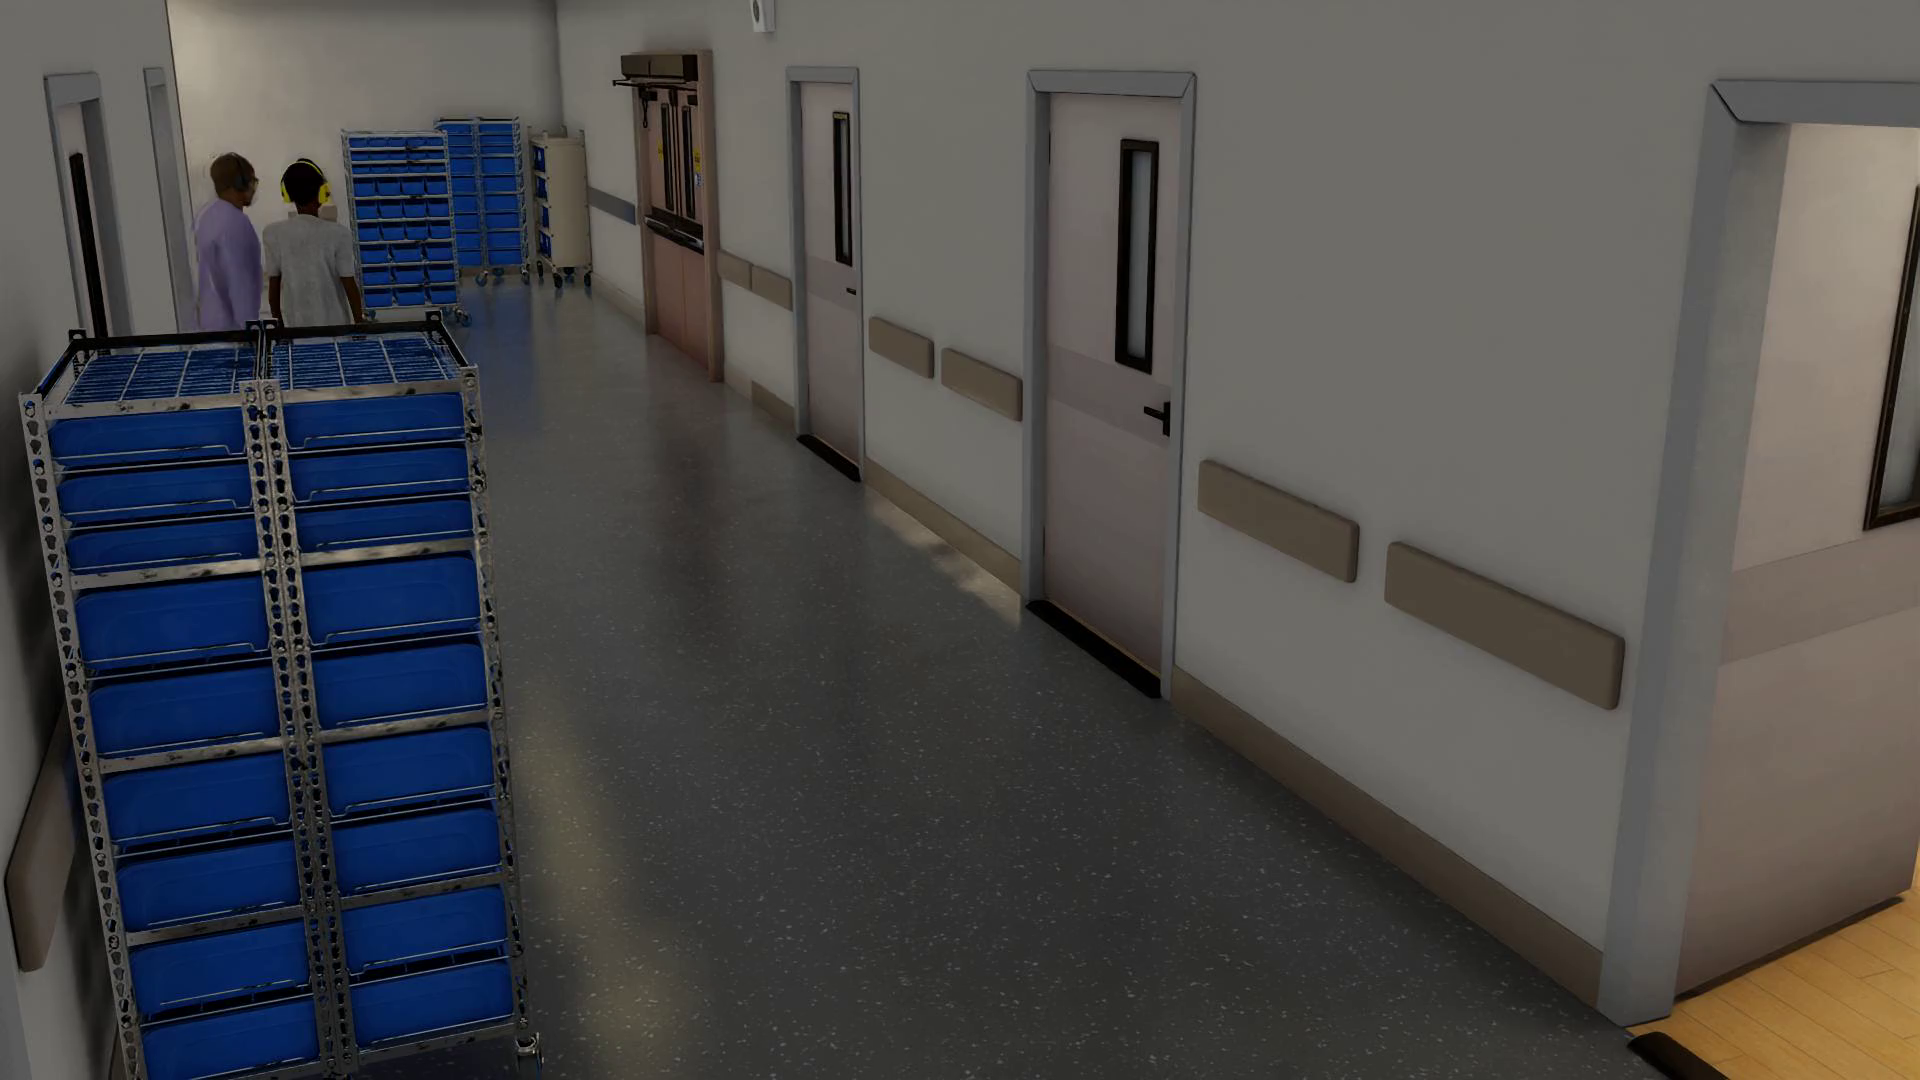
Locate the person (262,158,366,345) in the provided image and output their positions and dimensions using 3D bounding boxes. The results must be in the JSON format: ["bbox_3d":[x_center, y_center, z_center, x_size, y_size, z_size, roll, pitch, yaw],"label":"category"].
[{"bbox_3d":[-3.416,-1.085,8.909,0.518,1.876,0.326,1,16,2],"label":"person"}]
